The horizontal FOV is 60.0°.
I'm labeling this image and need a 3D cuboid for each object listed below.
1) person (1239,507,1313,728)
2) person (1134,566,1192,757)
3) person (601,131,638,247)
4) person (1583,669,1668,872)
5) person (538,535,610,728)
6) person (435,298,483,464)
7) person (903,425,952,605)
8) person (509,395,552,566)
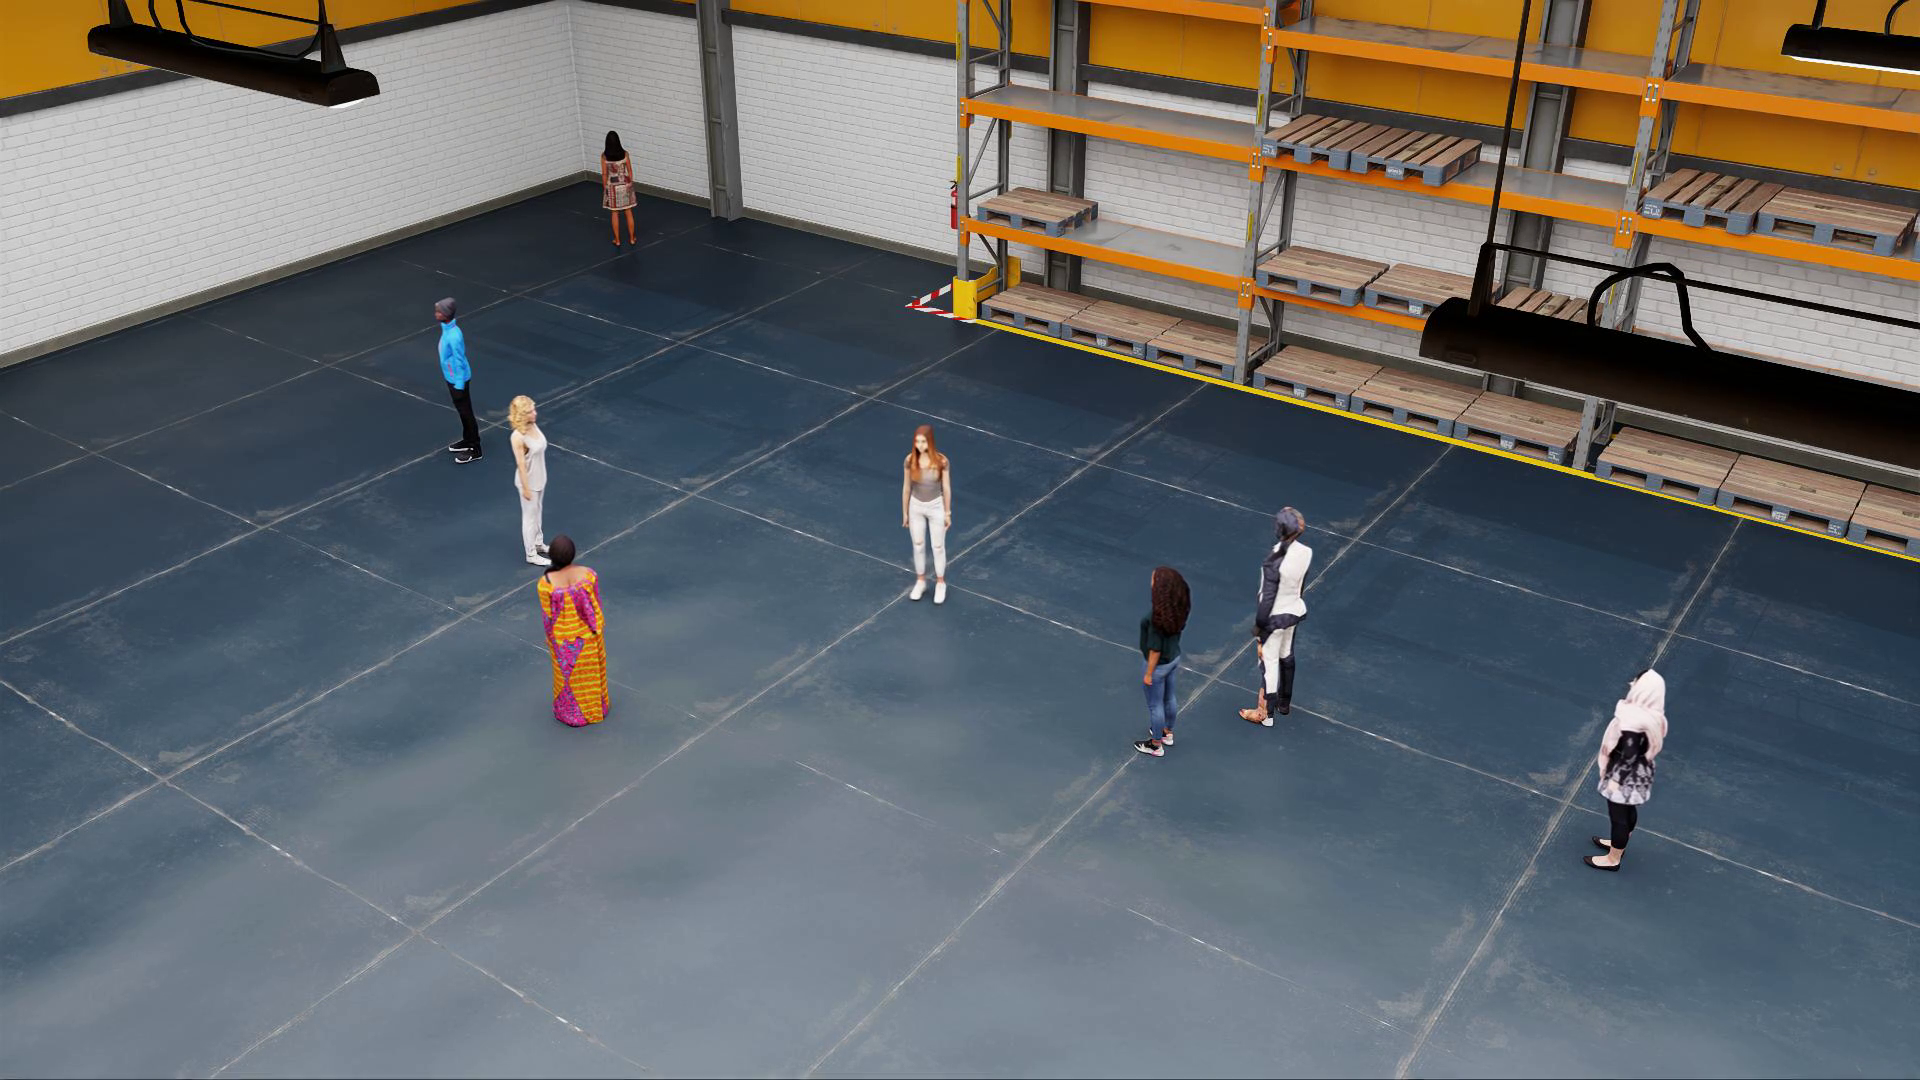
[{"bbox_3d":[2.538,0.604,13.209,0.727,1.893,0.662,-24,36,-36],"label":"person"},{"bbox_3d":[1.560,0.934,12.894,0.591,1.616,0.601,20,35,33],"label":"person"},{"bbox_3d":[-4.899,-5.050,23.833,0.724,1.645,0.738,-9,30,-17],"label":"person"},{"bbox_3d":[4.690,1.602,11.646,0.591,1.637,0.616,19,34,31],"label":"person"},{"bbox_3d":[-3.096,0.687,13.274,0.764,1.686,0.801,-13,31,-23],"label":"person"},{"bbox_3d":[-5.284,-1.701,17.540,0.753,1.792,0.634,-14,32,-24],"label":"person"},{"bbox_3d":[-0.286,-0.255,14.966,0.598,1.718,0.728,5,29,9],"label":"person"},{"bbox_3d":[-4.032,-0.582,15.616,0.682,1.670,0.671,4,29,8],"label":"person"}]
